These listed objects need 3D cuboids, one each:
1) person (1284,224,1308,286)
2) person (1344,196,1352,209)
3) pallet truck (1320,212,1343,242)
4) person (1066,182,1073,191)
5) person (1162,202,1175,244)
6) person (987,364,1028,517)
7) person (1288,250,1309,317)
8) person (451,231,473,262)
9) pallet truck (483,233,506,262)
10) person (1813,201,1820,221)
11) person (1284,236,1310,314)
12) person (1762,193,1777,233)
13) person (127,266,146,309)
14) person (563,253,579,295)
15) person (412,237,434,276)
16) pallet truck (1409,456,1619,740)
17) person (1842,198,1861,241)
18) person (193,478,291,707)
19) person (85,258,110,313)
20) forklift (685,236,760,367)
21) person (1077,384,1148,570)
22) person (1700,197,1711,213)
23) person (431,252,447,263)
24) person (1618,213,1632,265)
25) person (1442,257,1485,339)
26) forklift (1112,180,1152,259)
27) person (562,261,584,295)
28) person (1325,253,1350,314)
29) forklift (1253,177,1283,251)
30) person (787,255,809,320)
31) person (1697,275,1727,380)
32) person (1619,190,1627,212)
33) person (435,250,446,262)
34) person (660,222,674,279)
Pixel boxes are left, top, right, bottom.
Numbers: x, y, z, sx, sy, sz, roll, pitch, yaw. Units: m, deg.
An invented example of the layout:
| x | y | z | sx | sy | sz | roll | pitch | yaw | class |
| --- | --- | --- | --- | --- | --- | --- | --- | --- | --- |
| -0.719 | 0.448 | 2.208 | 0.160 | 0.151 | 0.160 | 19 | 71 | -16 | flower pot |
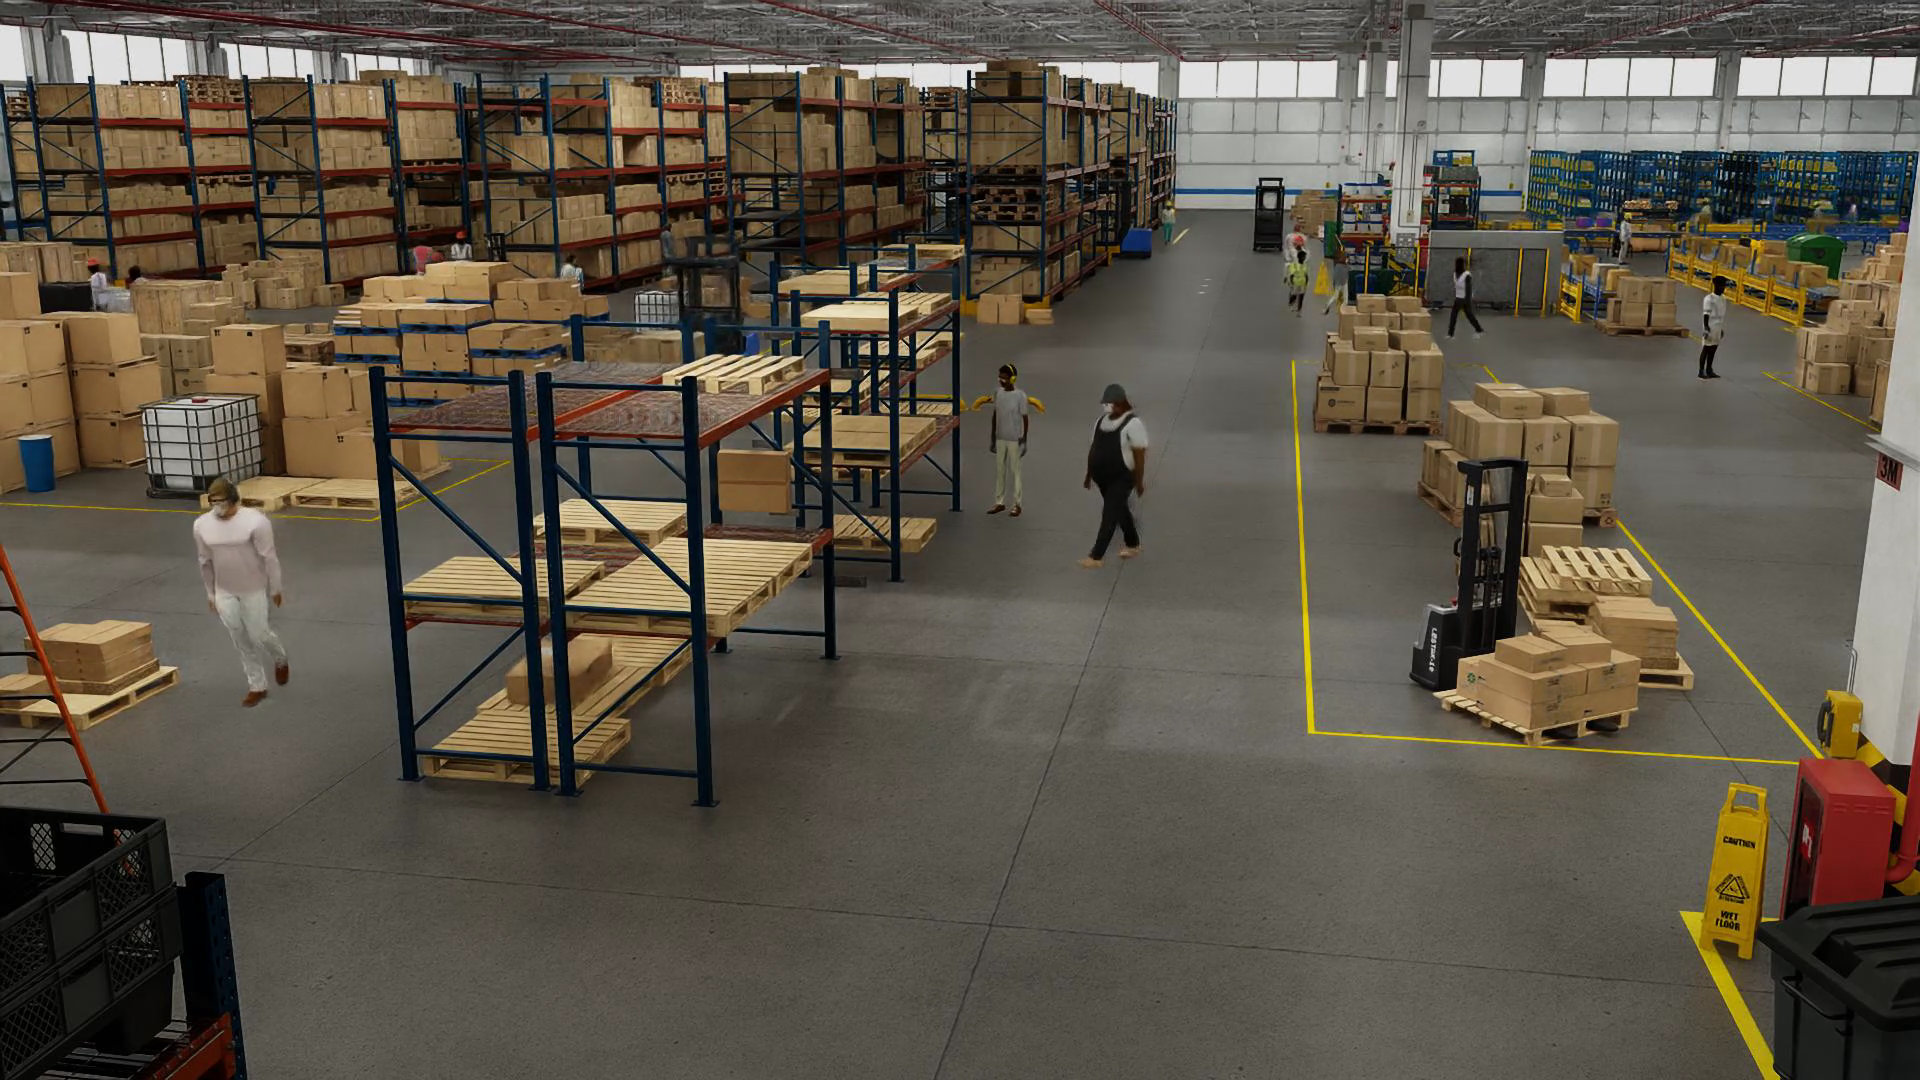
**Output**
| x | y | z | sx | sy | sz | roll | pitch | yaw | class |
| --- | --- | --- | --- | --- | --- | --- | --- | --- | --- |
| 10.052 | -8.504 | 49.756 | 0.683 | 1.893 | 0.432 | 3 | 14 | 10 | person |
| 19.316 | -16.511 | 82.844 | 0.470 | 1.618 | 0.600 | 0 | 14 | -1 | person |
| 15.874 | -13.227 | 70.310 | 0.680 | 1.201 | 1.601 | 10 | 17 | 35 | pallet truck |
| 5.792 | -18.485 | 90.315 | 0.623 | 1.876 | 1.077 | 2 | 14 | 7 | person |
| 8.615 | -13.082 | 68.692 | 0.543 | 1.711 | 0.895 | 2 | 14 | 6 | person |
| 0.583 | -1.207 | 20.201 | 0.517 | 1.865 | 0.328 | 9 | 16 | 31 | person |
| 8.514 | -6.449 | 41.837 | 0.545 | 1.680 | 0.398 | -5 | 15 | -18 | person |
| -13.663 | -7.515 | 45.669 | 0.543 | 1.926 | 0.421 | -3 | 14 | -12 | person |
| -11.832 | -7.026 | 43.548 | 1.885 | 1.965 | 0.823 | 8 | 16 | 28 | pallet truck |
| 36.166 | -13.438 | 70.134 | 0.802 | 1.731 | 0.535 | 6 | 15 | 22 | person |
| 8.657 | -6.840 | 42.834 | 0.628 | 1.998 | 1.015 | 1 | 14 | 4 | person |
| 36.903 | -15.001 | 75.945 | 0.638 | 1.982 | 1.065 | 0 | 14 | 0 | person |
| -17.443 | -4.931 | 35.427 | 0.462 | 1.816 | 0.635 | -6 | 15 | -22 | person |
| -8.741 | -5.595 | 37.940 | 0.976 | 1.893 | 0.661 | -4 | 14 | -16 | person |
| -14.553 | -7.317 | 45.121 | 0.618 | 1.810 | 0.814 | 1 | 14 | 5 | person |
| 4.504 | 0.400 | 13.395 | 0.823 | 1.965 | 1.885 | -6 | 15 | -23 | pallet truck |
| 37.990 | -13.569 | 70.492 | 0.907 | 1.804 | 0.594 | 6 | 15 | 22 | person |
| -5.858 | 0.396 | 13.602 | 0.640 | 1.907 | 0.543 | 1 | 14 | 2 | person |
| -18.750 | -5.217 | 36.398 | 0.619 | 1.901 | 0.559 | -1 | 14 | -3 | person |
| -4.253 | -3.894 | 29.012 | 1.129 | 2.768 | 1.873 | 3 | 14 | 10 | forklift |
| 1.652 | -0.738 | 17.928 | 1.038 | 2.000 | 0.699 | -10 | 17 | -35 | person |
| 31.958 | -13.755 | 71.247 | 0.758 | 1.812 | 0.594 | 2 | 14 | 8 | person |
| -11.774 | -5.479 | 37.376 | 1.000 | 1.956 | 0.618 | -6 | 15 | -24 | person |
| 23.221 | -10.505 | 58.051 | 0.403 | 1.817 | 0.602 | 10 | 17 | 35 | person |
| 11.388 | -5.441 | 37.414 | 0.960 | 1.867 | 0.621 | -5 | 15 | -19 | person |
| 6.082 | -11.722 | 60.796 | 1.873 | 2.768 | 1.129 | 2 | 14 | 9 | forklift |
| -9.347 | -6.019 | 40.213 | 0.528 | 1.630 | 0.320 | -1 | 14 | -2 | person |
| 9.596 | -6.457 | 42.033 | 0.494 | 1.606 | 0.692 | -7 | 15 | -26 | person |
| 12.083 | -12.747 | 64.956 | 1.129 | 2.768 | 1.873 | 3 | 14 | 10 | forklift |
| -3.998 | -6.283 | 41.368 | 0.873 | 1.589 | 0.535 | -10 | 17 | -35 | person |
| 14.191 | -3.994 | 31.299 | 0.614 | 1.964 | 0.361 | -10 | 17 | -36 | person |
| 35.792 | -18.238 | 89.588 | 0.347 | 1.743 | 0.564 | -10 | 17 | -35 | person |
| -13.041 | -6.496 | 42.041 | 0.405 | 1.678 | 0.532 | 0 | 14 | 2 | person |
| -8.761 | -8.570 | 49.939 | 0.371 | 1.939 | 0.627 | -10 | 17 | -35 | person |
